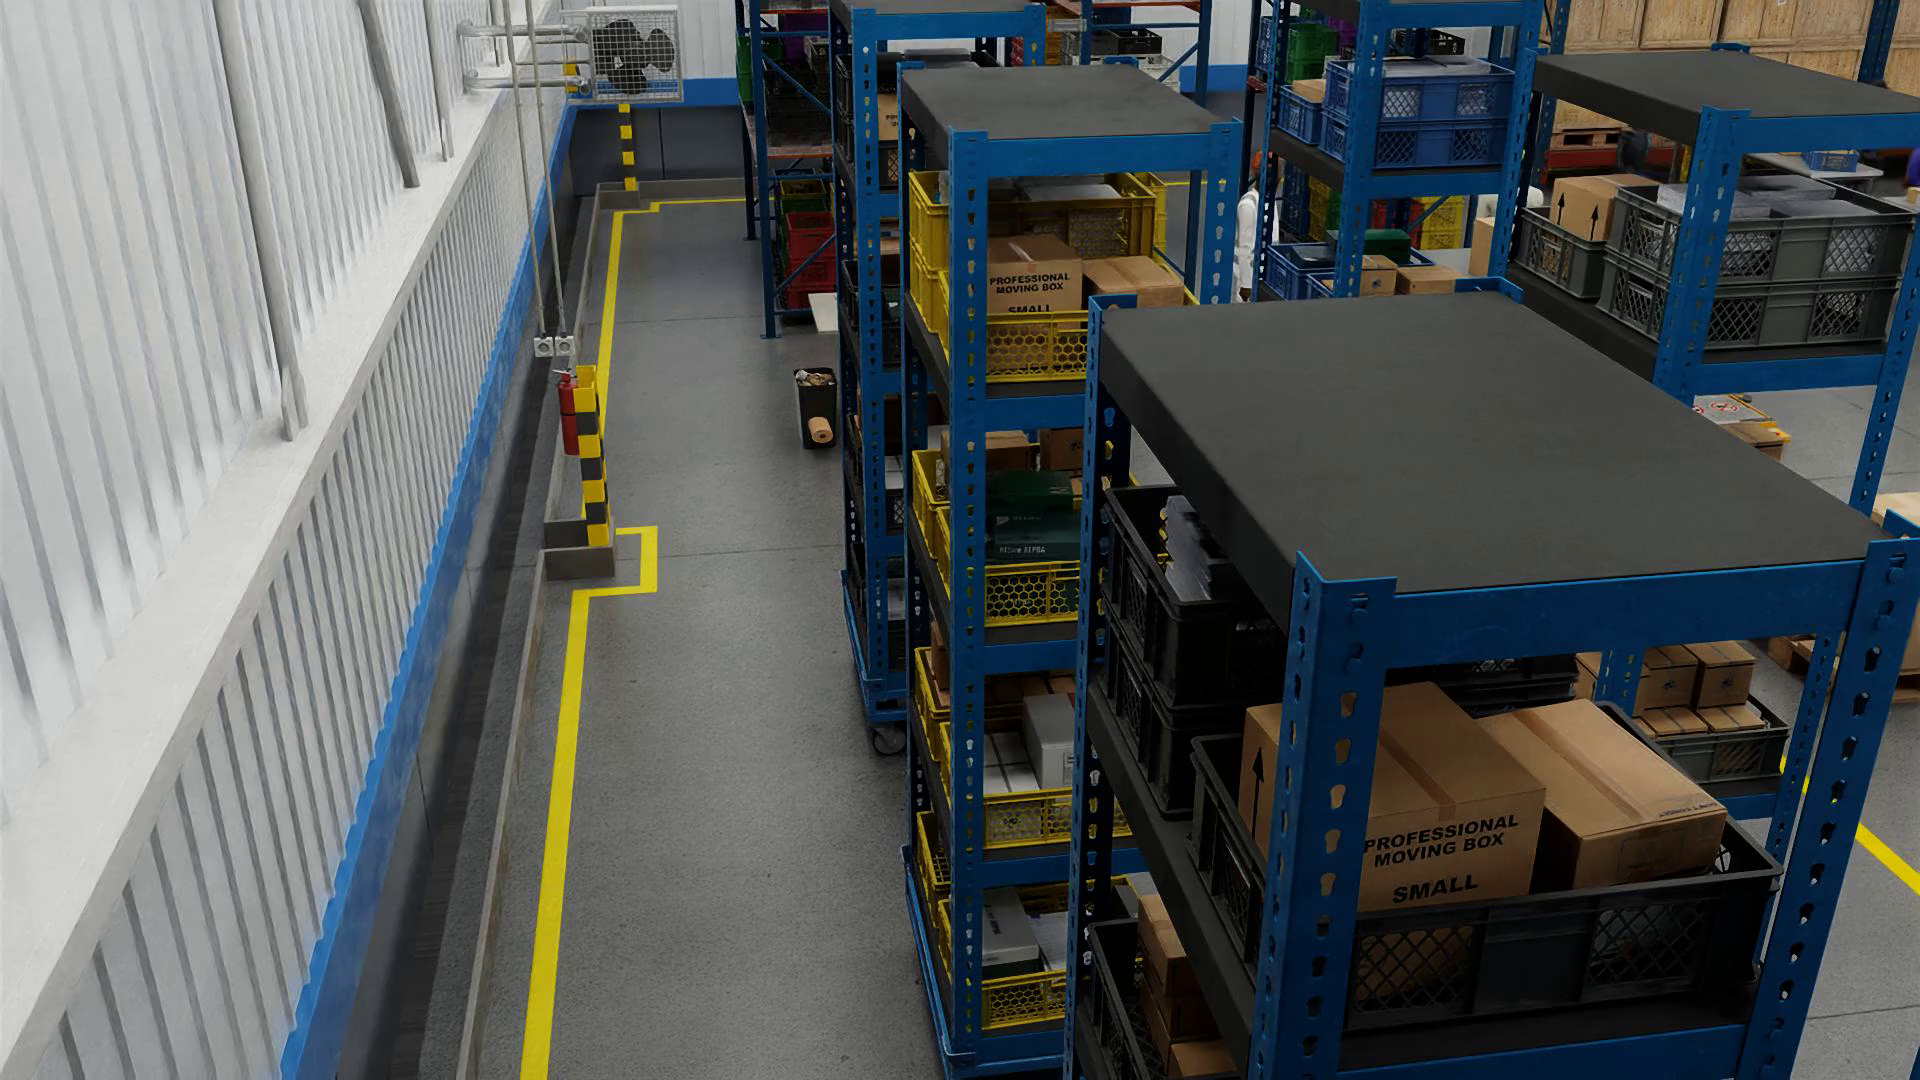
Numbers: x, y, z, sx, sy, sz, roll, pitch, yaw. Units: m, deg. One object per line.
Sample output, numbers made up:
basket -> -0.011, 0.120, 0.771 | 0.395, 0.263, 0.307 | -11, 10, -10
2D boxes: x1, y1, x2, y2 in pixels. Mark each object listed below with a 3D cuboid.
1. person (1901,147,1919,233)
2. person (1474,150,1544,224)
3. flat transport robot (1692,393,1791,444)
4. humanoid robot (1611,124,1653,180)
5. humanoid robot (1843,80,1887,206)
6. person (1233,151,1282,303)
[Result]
person -> 9.212, -3.430, 15.636 | 0.630, 2.000, 0.714 | -7, 26, -16
person -> 4.457, -2.360, 13.655 | 0.516, 1.753, 0.359 | 4, 25, 8
flat transport robot -> 5.224, -0.859, 12.132 | 1.431, 0.197, 0.652 | -4, 25, -8
humanoid robot -> 6.402, -3.345, 15.945 | 0.638, 1.637, 0.623 | -15, 29, -30
humanoid robot -> 9.299, -3.926, 17.161 | 0.479, 1.644, 0.698 | 16, 29, 31
person -> 2.277, -2.050, 12.822 | 0.339, 1.882, 0.582 | 12, 27, 24
